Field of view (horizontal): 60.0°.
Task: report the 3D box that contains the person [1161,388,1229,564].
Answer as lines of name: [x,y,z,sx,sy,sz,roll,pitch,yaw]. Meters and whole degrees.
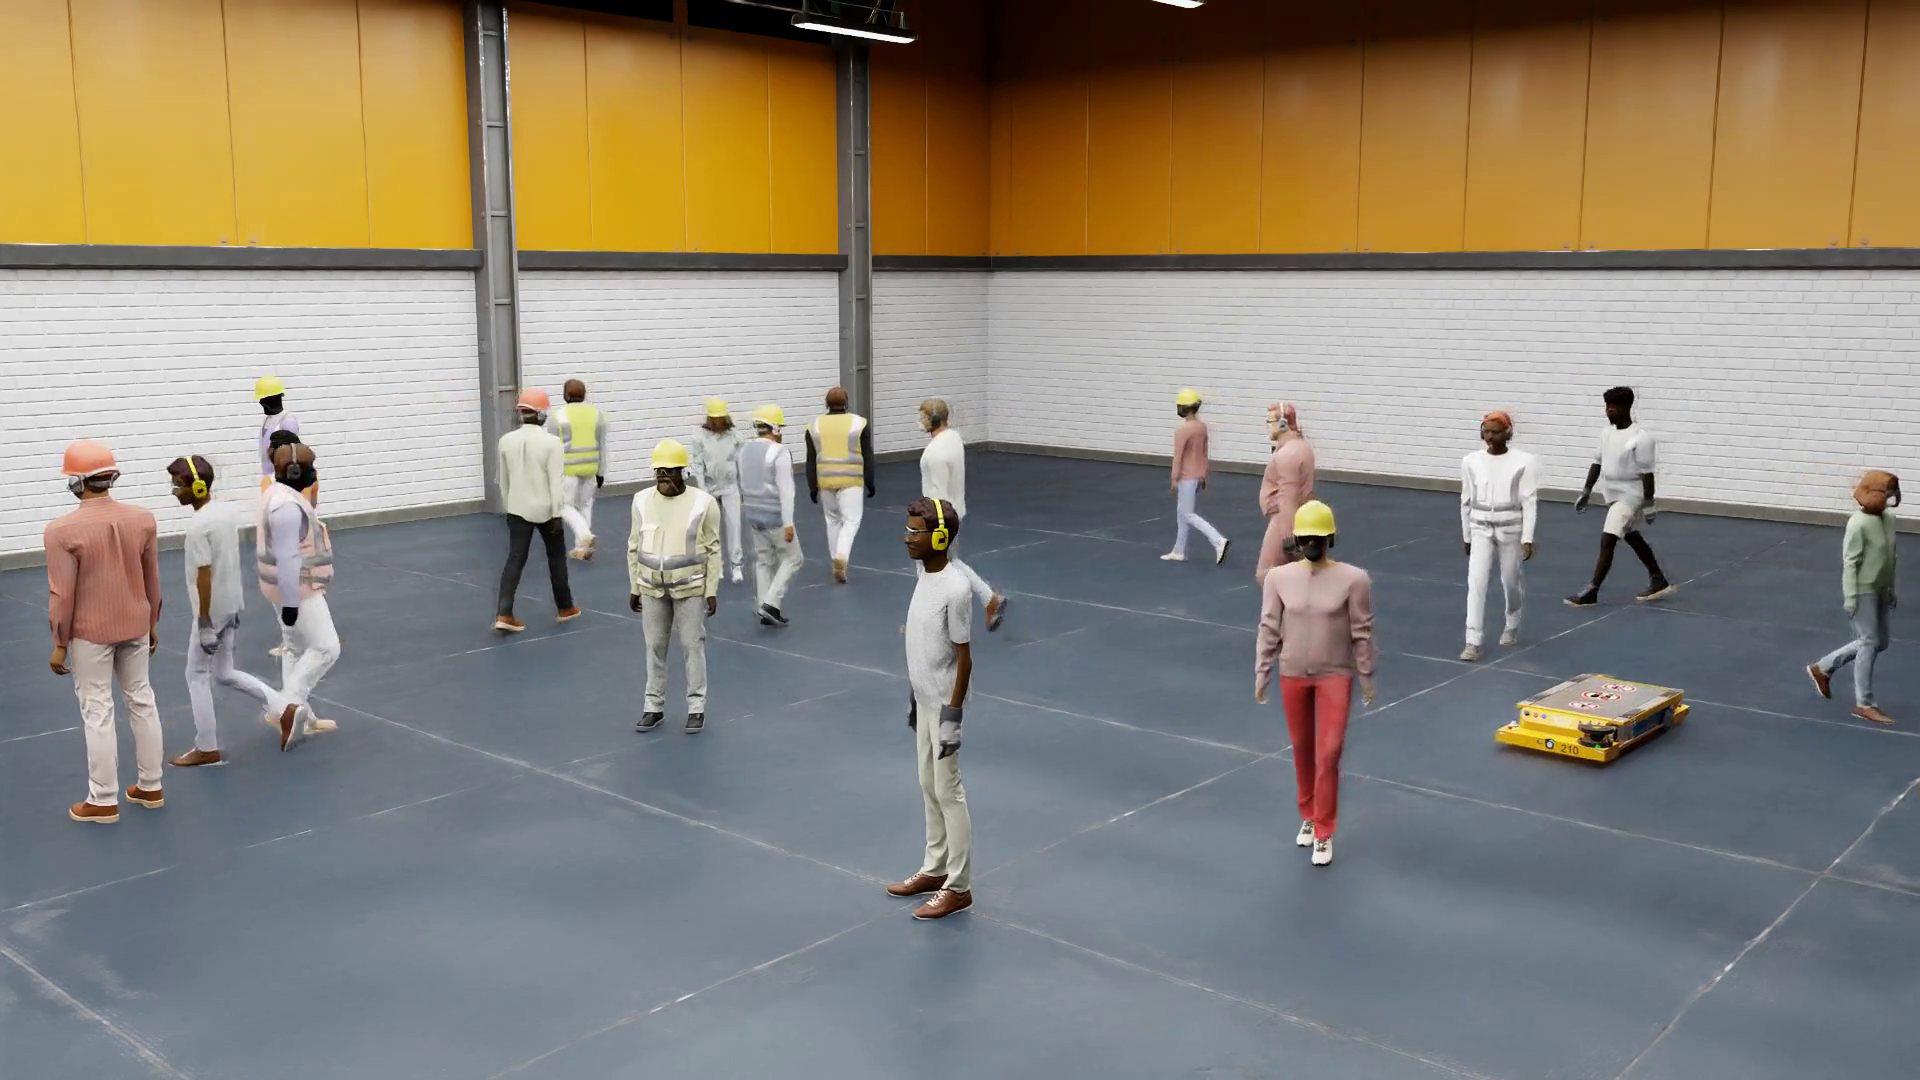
person: [2.307,-0.612,16.247,0.744,1.738,0.532,7,11,36]

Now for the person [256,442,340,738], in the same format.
person: [-4.041,0.314,10.157,0.439,1.823,0.630,-5,10,-29]

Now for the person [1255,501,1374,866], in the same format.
person: [1.692,0.683,8.060,0.559,1.740,0.695,4,10,26]

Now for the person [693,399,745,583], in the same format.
person: [-2.193,-0.439,15.267,0.481,1.697,0.859,-2,9,-11]

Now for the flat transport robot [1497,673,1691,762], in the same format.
flat transport robot: [3.934,1.072,10.267,0.652,0.197,1.431,8,12,41]

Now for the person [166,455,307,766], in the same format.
person: [-4.200,0.412,9.526,0.724,1.832,0.530,0,9,1]

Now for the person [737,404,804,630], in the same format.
person: [-1.510,-0.178,13.289,0.602,1.812,0.424,8,12,42]

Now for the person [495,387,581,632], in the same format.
person: [-3.436,-0.248,13.321,0.630,1.951,1.009,3,10,18]

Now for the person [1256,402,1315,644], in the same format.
person: [2.496,-0.107,12.614,0.467,1.887,0.639,4,10,24]

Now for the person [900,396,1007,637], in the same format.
person: [-0.066,-0.161,12.878,0.767,1.913,0.637,3,9,15]

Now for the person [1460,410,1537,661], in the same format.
person: [4.037,-0.060,12.463,0.579,1.845,0.954,5,11,30]

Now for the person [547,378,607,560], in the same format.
person: [-3.739,-0.671,16.342,0.631,1.830,0.662,-8,12,-41]

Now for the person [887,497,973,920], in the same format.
person: [-0.116,0.737,7.365,0.328,1.873,0.519,-3,10,-21]

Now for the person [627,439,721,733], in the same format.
person: [-1.780,0.287,10.302,0.586,1.835,0.403,1,9,8]

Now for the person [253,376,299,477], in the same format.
person: [-6.249,-0.546,15.260,0.372,1.922,0.585,-9,13,-44]

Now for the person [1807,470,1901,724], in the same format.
person: [5.780,0.339,10.673,0.512,1.615,0.556,-6,11,-35]

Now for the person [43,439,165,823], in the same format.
person: [-4.447,0.469,8.658,0.385,1.993,0.619,5,10,27]

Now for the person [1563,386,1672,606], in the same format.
person: [5.730,-0.376,14.278,1.038,1.918,0.605,-2,9,-10]

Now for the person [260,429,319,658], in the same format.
person: [-4.976,0.026,12.364,0.318,1.700,0.535,3,9,18]

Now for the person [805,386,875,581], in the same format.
person: [-1.129,-0.534,15.536,0.625,1.813,0.834,2,9,12]
